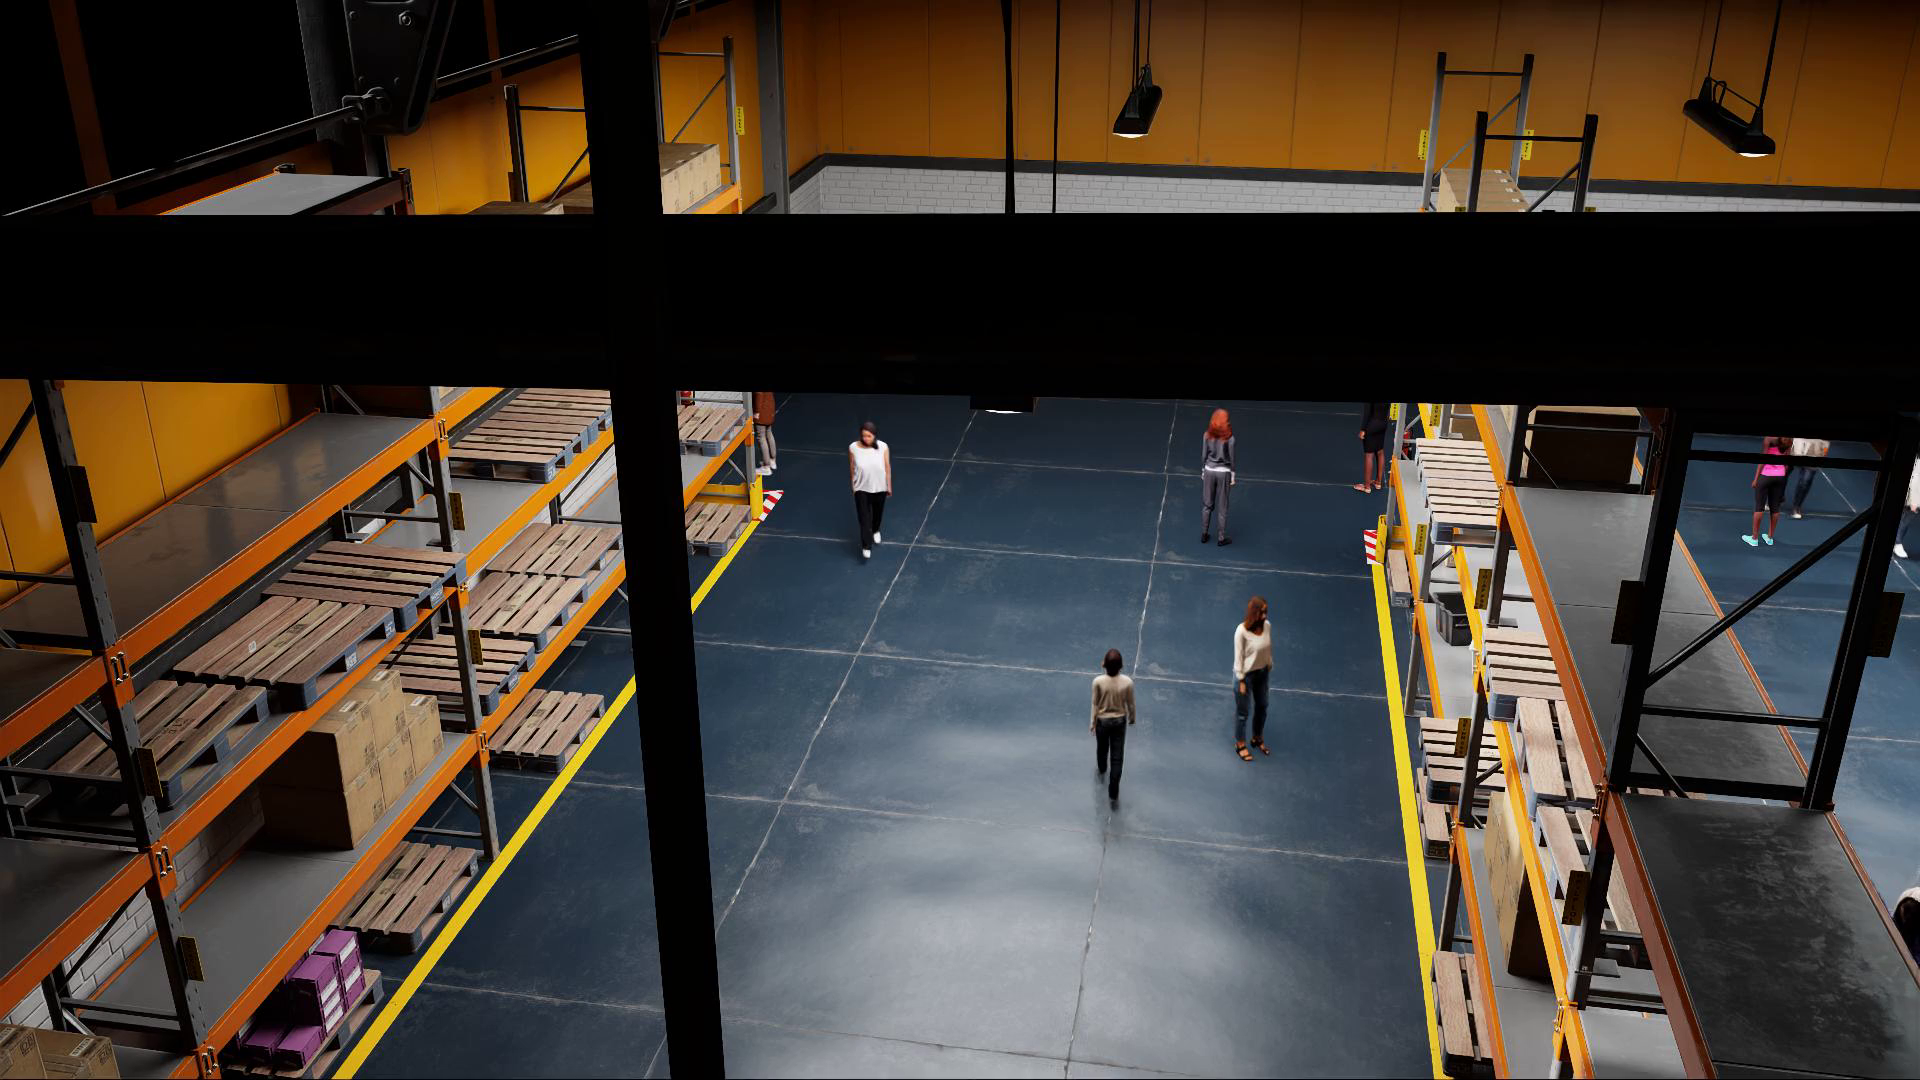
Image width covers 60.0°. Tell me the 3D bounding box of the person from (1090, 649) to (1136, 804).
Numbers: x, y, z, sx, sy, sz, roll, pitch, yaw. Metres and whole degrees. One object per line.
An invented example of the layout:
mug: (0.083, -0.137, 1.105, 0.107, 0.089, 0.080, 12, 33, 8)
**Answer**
person: (1.390, 1.719, 15.219, 0.648, 1.430, 1.023, 1, 24, 2)

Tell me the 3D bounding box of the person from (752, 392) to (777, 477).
person: (-2.700, -1.796, 22.751, 0.783, 1.837, 0.646, 6, 24, 14)

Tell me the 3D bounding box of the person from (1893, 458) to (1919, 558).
person: (11.563, -0.509, 20.102, 0.787, 1.601, 1.068, -2, 24, -3)

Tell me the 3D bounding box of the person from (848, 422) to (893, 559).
person: (-1.081, -0.667, 20.398, 0.871, 1.652, 1.161, -2, 24, -6)

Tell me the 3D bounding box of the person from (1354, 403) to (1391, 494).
person: (5.529, -1.481, 22.179, 0.676, 1.719, 0.728, -15, 28, -30)

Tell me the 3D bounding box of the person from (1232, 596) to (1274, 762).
person: (2.747, 1.282, 15.908, 0.721, 1.679, 0.763, -13, 27, -27)

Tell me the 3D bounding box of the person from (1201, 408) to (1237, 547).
person: (3.177, -0.784, 20.511, 0.641, 1.777, 0.623, 14, 27, 28)

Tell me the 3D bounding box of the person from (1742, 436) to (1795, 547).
person: (10.006, -0.760, 20.524, 0.626, 1.723, 0.626, -2, 24, -5)
